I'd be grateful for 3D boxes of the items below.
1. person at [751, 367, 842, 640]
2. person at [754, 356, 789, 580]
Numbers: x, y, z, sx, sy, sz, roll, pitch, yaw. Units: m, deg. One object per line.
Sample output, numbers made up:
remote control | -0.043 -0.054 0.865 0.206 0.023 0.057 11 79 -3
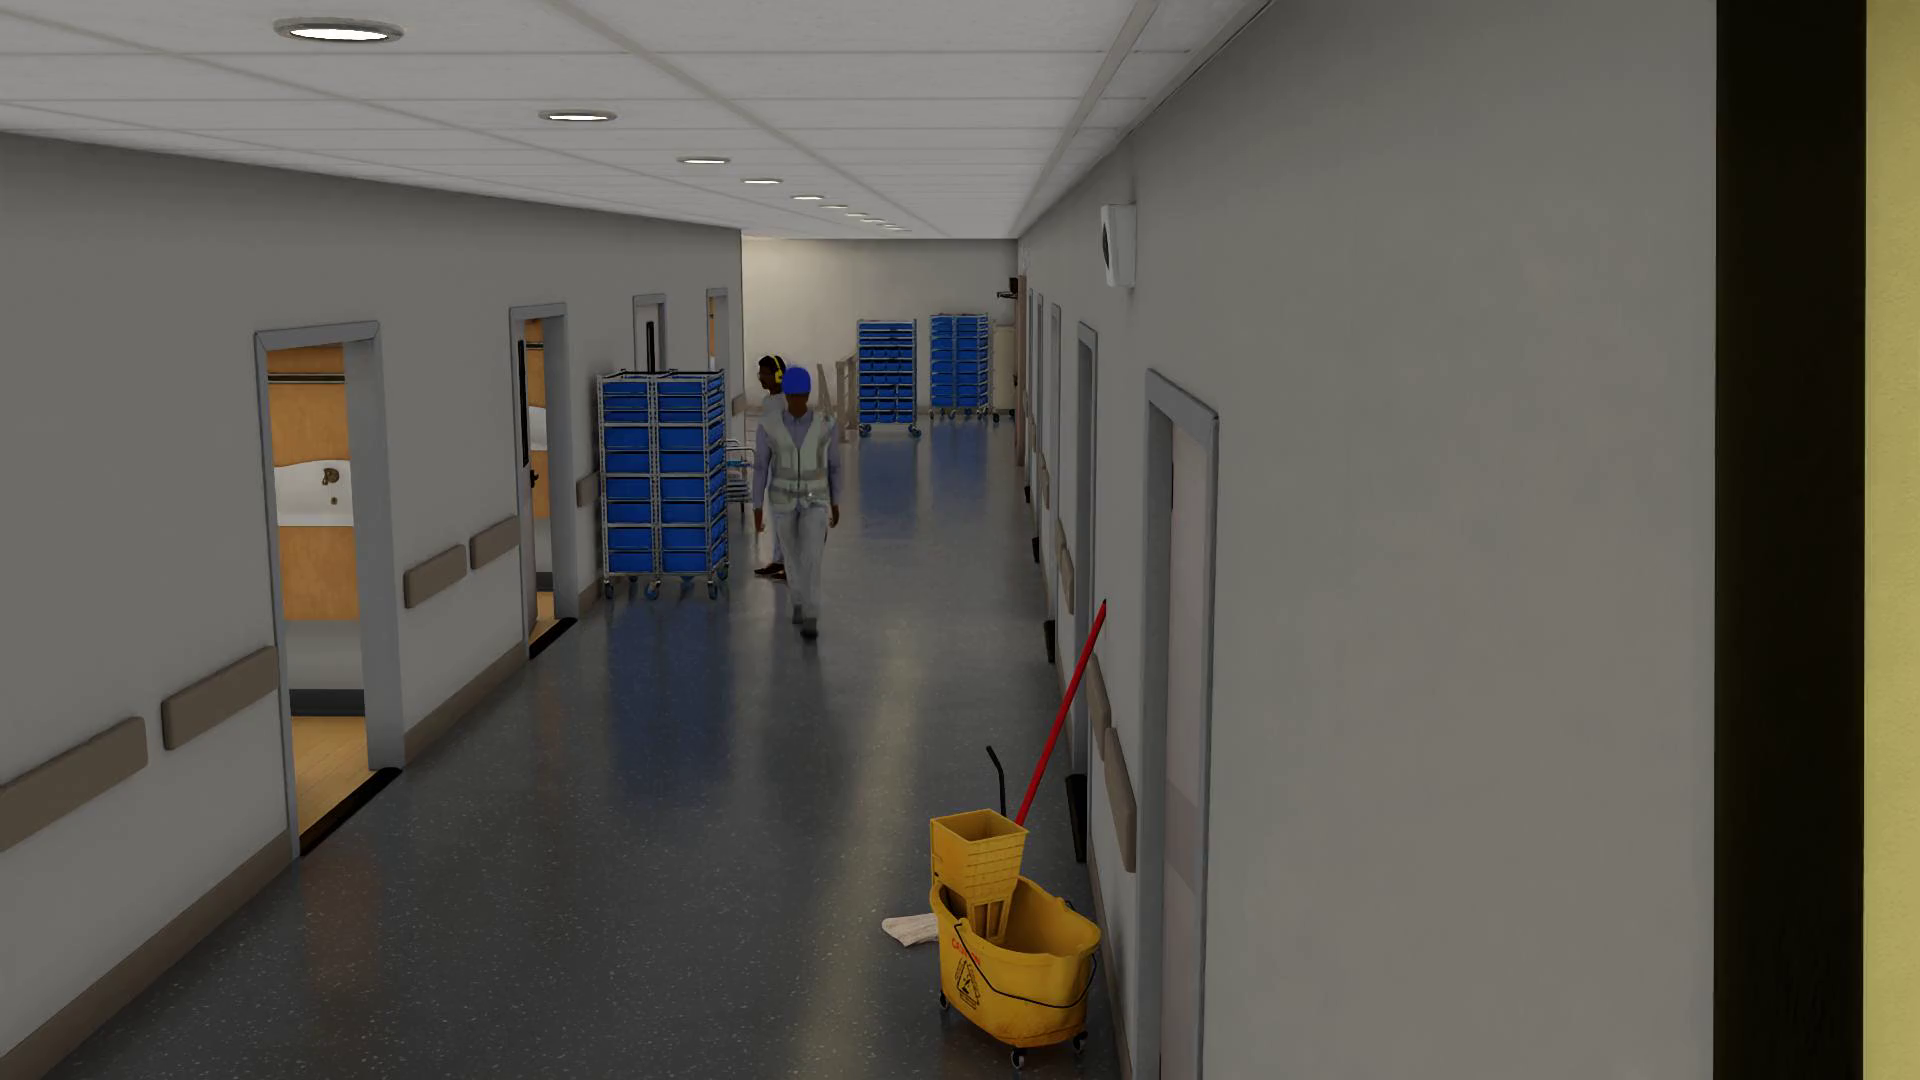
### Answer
person | -1.154 -0.270 11.733 0.632 1.889 1.015 -1 9 -3
person | -1.522 -0.599 13.823 0.332 1.856 0.494 -6 11 -32
